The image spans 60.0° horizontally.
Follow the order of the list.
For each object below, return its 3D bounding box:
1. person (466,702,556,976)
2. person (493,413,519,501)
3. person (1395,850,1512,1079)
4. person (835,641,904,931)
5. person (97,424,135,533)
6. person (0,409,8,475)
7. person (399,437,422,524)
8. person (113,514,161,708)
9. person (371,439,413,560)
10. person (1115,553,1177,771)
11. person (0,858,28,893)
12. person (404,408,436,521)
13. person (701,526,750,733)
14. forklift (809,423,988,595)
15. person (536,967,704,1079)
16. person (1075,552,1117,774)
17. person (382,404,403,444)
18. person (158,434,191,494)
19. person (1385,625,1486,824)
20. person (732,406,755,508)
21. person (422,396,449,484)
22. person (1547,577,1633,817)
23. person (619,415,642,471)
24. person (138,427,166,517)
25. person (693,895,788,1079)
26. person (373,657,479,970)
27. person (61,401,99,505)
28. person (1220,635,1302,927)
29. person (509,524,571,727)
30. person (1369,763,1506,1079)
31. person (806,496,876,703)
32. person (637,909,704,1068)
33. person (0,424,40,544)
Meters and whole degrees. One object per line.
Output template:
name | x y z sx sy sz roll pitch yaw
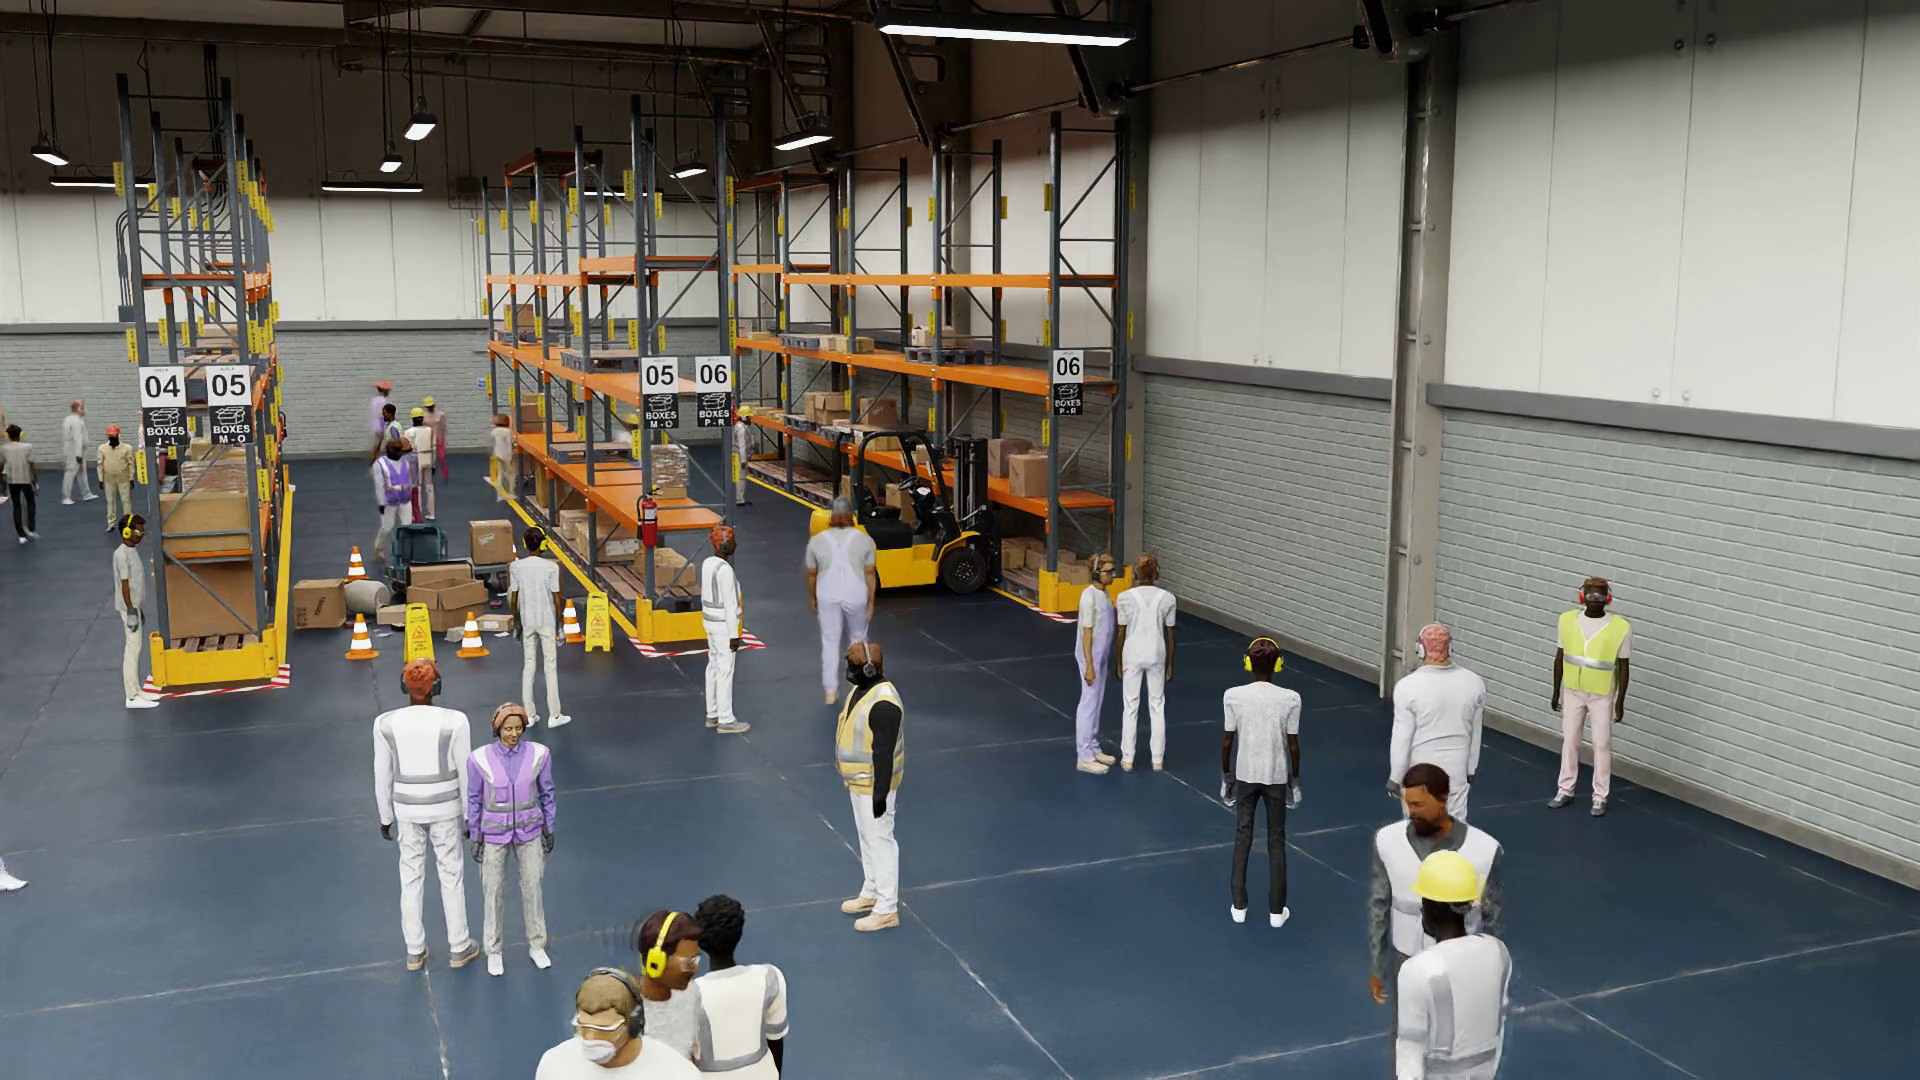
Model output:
person | -2.654 1.759 9.867 0.514 1.634 0.313 -4 10 -24
person | -8.302 -1.520 30.517 0.516 1.615 0.526 7 11 36
person | 1.894 2.152 6.493 0.607 1.907 0.456 -6 11 -33
person | -0.579 1.544 10.586 0.429 1.839 0.626 -3 10 -19
person | -13.585 -0.992 26.780 0.563 1.755 0.321 -2 9 -13
person | -19.898 -2.132 34.332 0.310 1.639 0.522 1 9 8
person | -8.588 -0.781 25.841 0.285 1.631 0.500 4 10 22
person | -7.915 0.675 15.956 0.329 1.865 0.516 -3 10 -21
person | -8.125 -0.552 23.868 0.793 1.802 0.633 8 12 40
person | 1.544 1.022 13.872 0.501 1.839 0.342 0 9 -2
person | -6.800 1.451 11.055 1.034 1.871 0.606 2 9 14
person | -9.117 -1.274 28.078 0.410 1.915 0.589 7 12 39
person | -2.149 0.804 15.078 0.342 1.882 0.587 -5 10 -29
forklift | -0.830 -0.399 21.676 2.313 2.155 1.214 -4 10 -21
person | -1.105 2.308 5.465 0.626 1.934 0.373 3 10 19
person | 1.144 1.011 13.894 0.348 1.846 0.506 3 10 20
person | -9.861 -1.430 29.084 0.395 1.910 0.584 -4 10 -21
person | -12.574 -1.093 26.592 0.409 2.028 0.616 3 9 17
person | 3.048 1.484 10.752 0.637 1.901 0.403 -2 9 -14
person | -3.857 -1.483 29.684 0.406 1.824 0.585 -1 9 -9
person | -10.431 -1.979 33.000 0.537 1.756 0.368 -2 9 -14
person | 4.841 1.185 12.787 0.569 1.849 0.385 7 12 38
person | -5.704 -1.333 29.064 0.527 1.716 0.923 -4 10 -26
person | -13.767 -1.332 28.528 0.576 1.883 0.355 -3 9 -17
person | -0.925 2.240 6.616 0.536 1.699 0.321 -6 11 -33
person | -3.168 1.626 9.907 0.573 1.883 0.359 0 9 -3
person | -16.090 -1.594 30.278 0.686 1.862 0.681 -6 11 -35
person | 1.919 1.532 10.586 0.511 1.862 0.329 3 9 18
person | -3.846 0.788 15.223 0.508 1.872 0.329 1 9 9
person | 2.209 1.968 7.725 0.623 1.910 0.452 5 10 28
person | -1.156 0.524 16.350 0.700 2.000 1.028 1 9 3
person | -1.187 2.245 6.196 0.739 1.835 0.523 8 12 41
person | -14.583 -0.883 25.801 0.577 1.843 0.704 -3 10 -20
